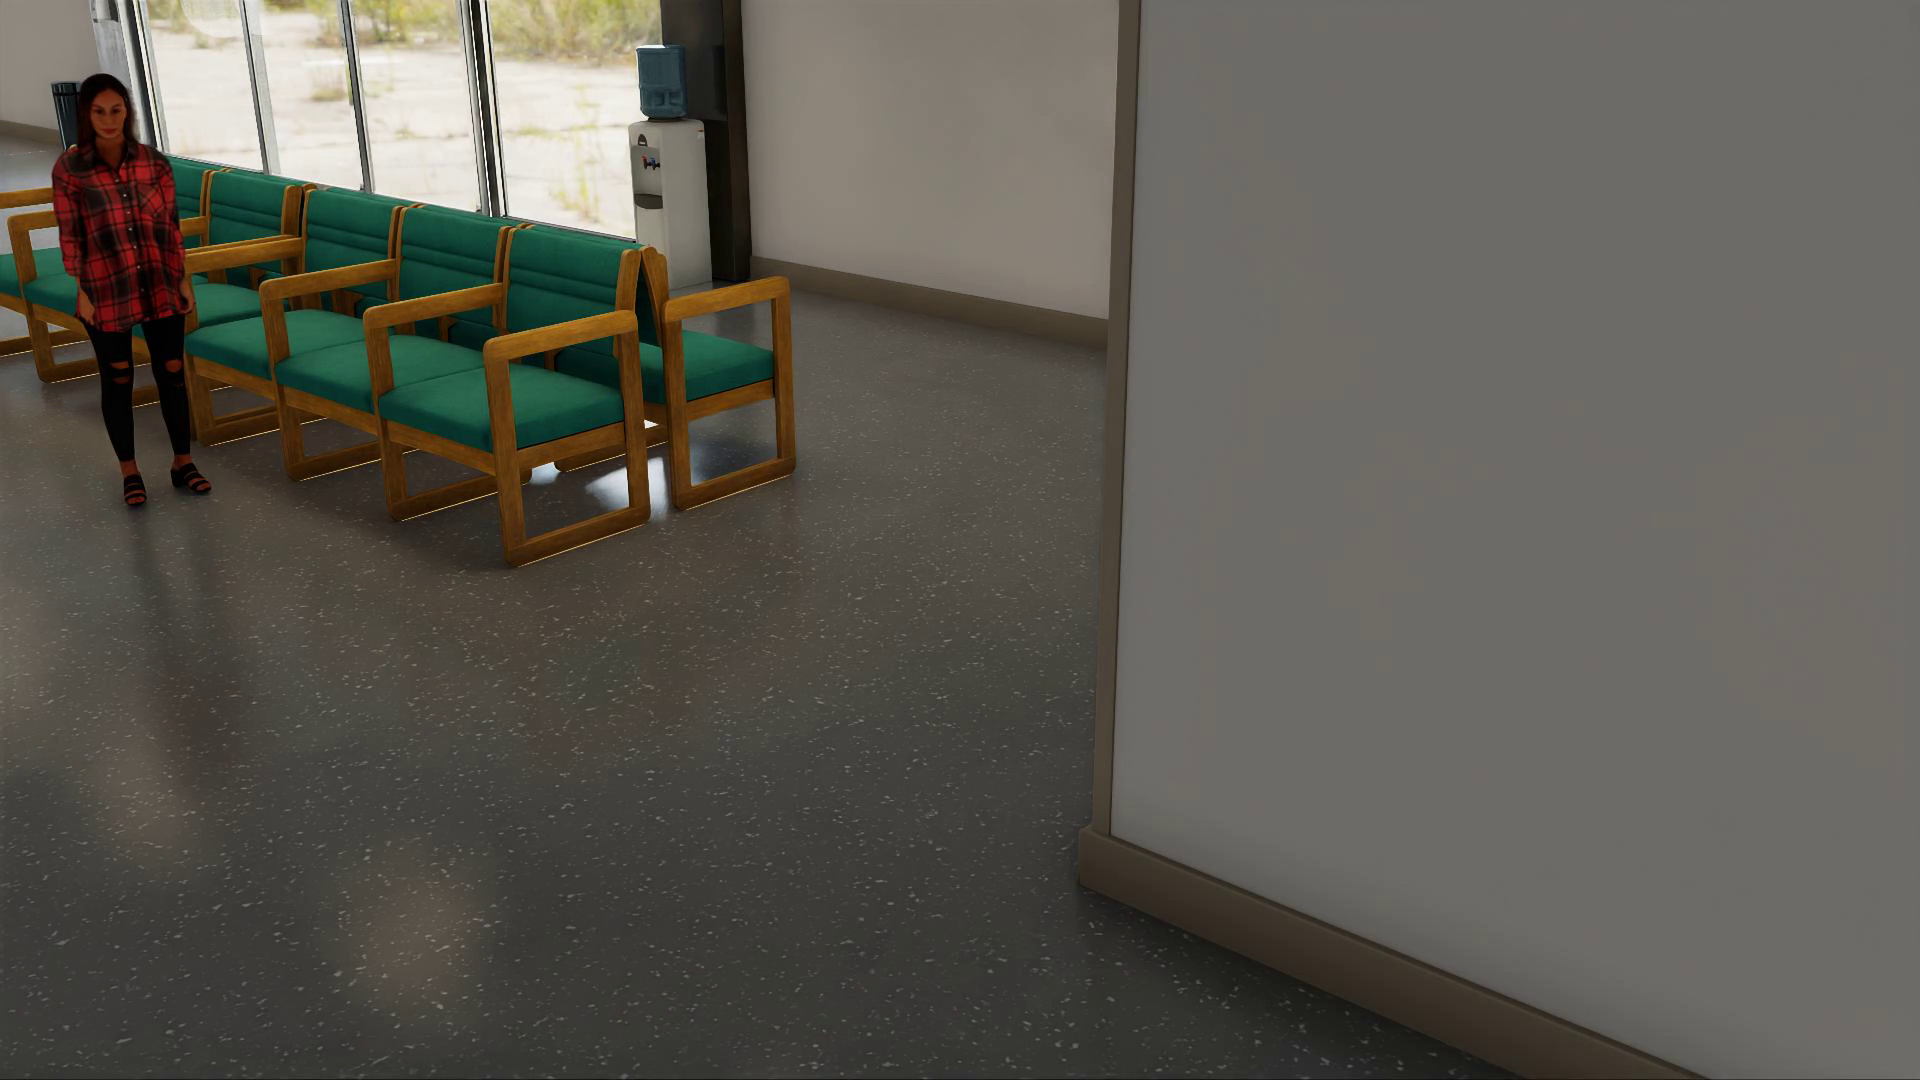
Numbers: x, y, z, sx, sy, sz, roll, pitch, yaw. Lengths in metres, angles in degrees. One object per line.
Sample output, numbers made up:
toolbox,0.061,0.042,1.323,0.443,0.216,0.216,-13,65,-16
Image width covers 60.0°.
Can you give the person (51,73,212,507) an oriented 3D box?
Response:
person,-3.322,-0.996,6.671,0.535,1.702,0.700,-17,27,-38
